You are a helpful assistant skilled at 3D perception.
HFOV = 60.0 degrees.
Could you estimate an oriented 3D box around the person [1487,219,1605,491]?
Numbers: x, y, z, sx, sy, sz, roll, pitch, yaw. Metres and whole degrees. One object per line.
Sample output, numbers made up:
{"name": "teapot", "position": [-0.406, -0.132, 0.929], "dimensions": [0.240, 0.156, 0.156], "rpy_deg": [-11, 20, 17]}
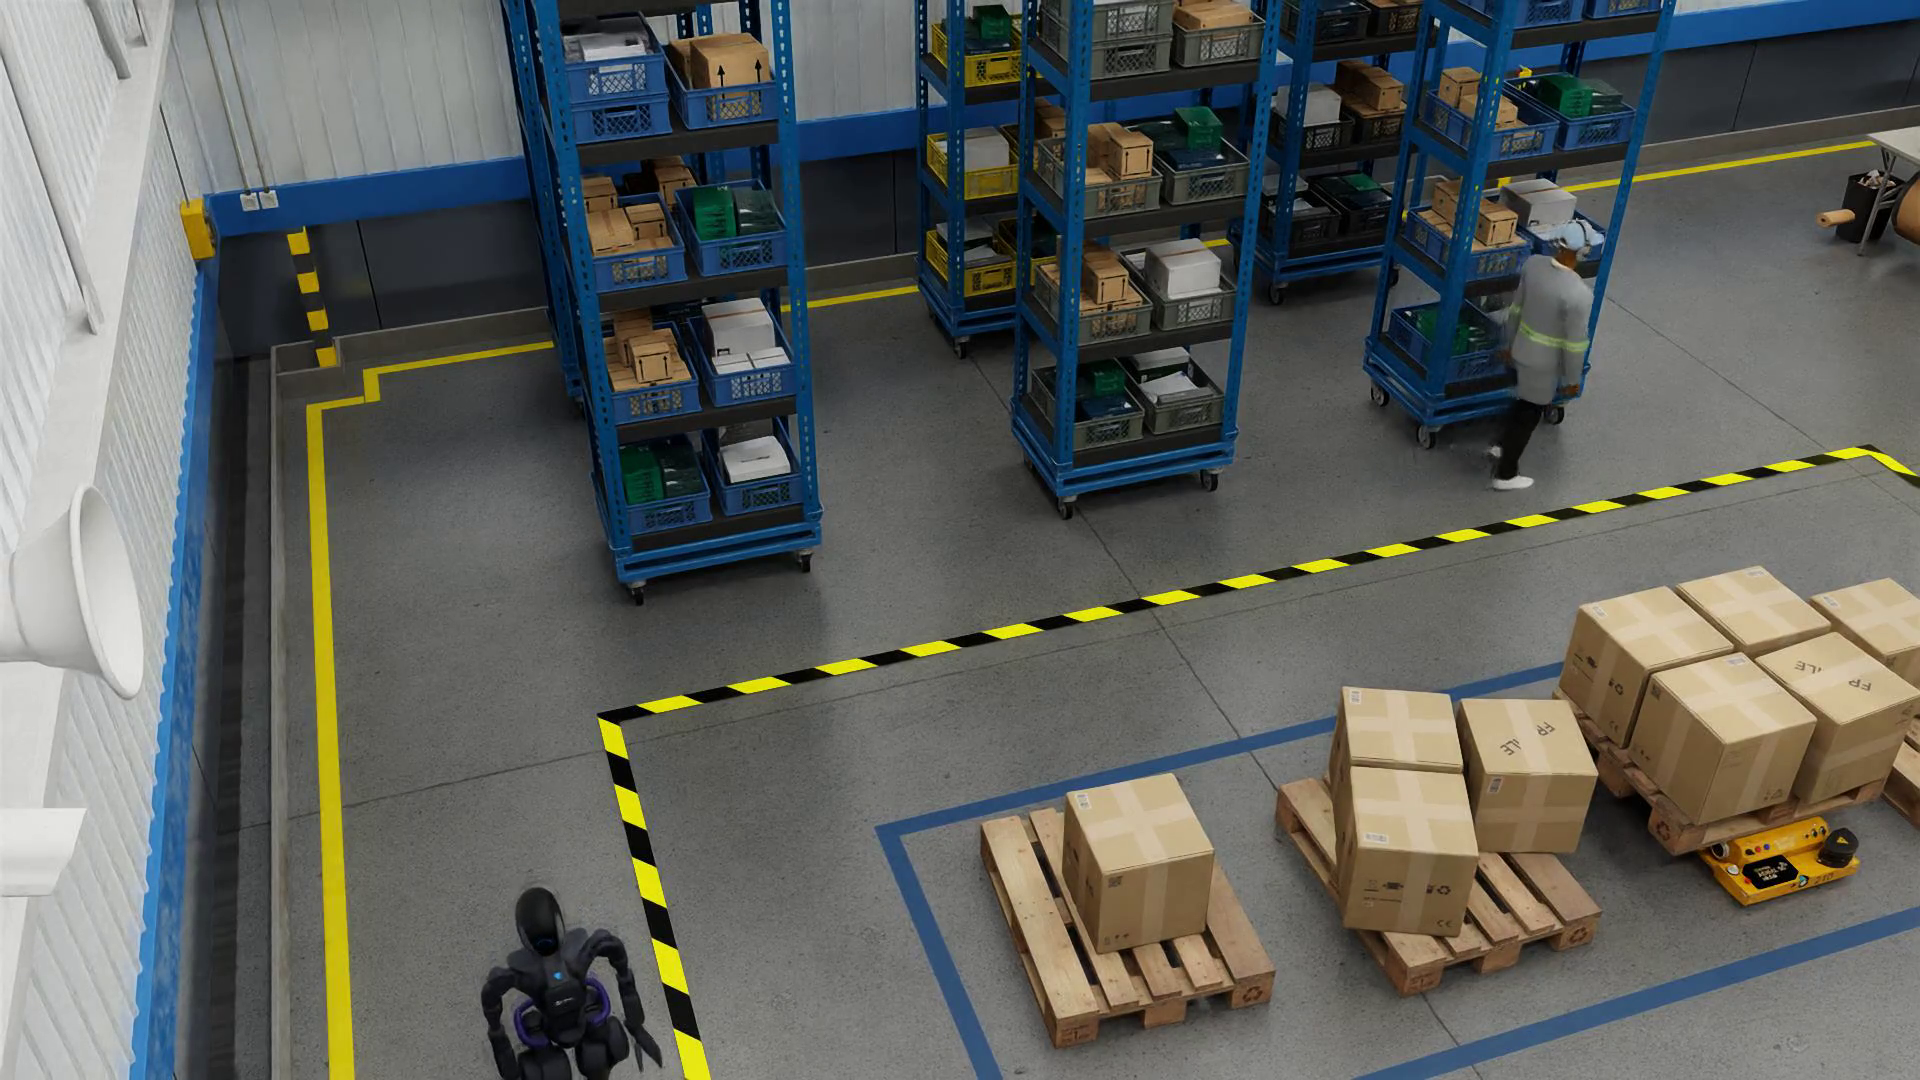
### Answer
{"name": "person", "position": [3.605, -1.122, 10.284], "dimensions": [0.474, 1.839, 0.590], "rpy_deg": [-9, 36, -12]}

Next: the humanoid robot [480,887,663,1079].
{"name": "humanoid robot", "position": [-1.391, 1.917, 6.134], "dimensions": [0.597, 1.638, 0.711], "rpy_deg": [-17, 38, -22]}

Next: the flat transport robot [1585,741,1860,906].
{"name": "flat transport robot", "position": [3.738, 1.188, 8.347], "dimensions": [0.652, 0.197, 1.431], "rpy_deg": [-11, 37, -15]}
